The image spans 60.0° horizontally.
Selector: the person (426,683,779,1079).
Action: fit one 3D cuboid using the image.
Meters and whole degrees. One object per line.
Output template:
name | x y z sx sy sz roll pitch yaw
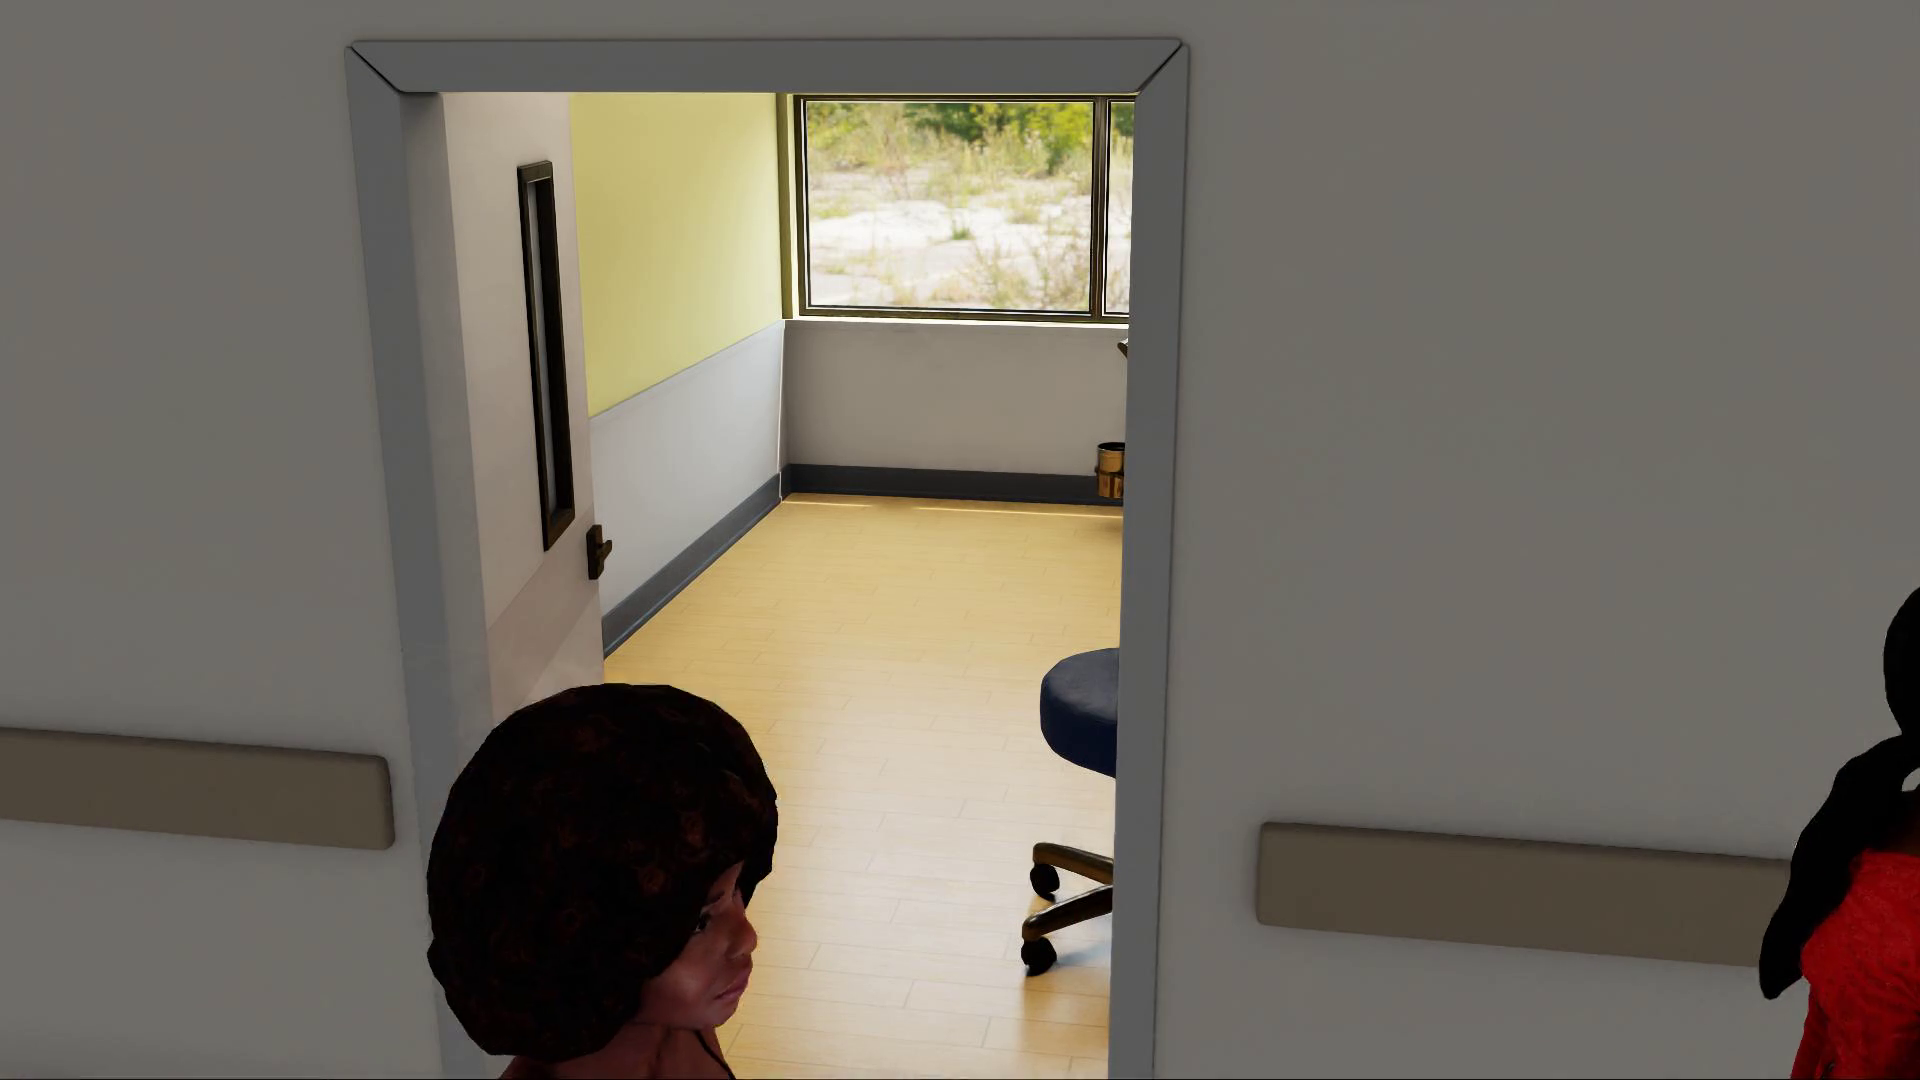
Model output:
person | -0.386 0.968 1.601 0.872 1.774 0.589 3 16 9
